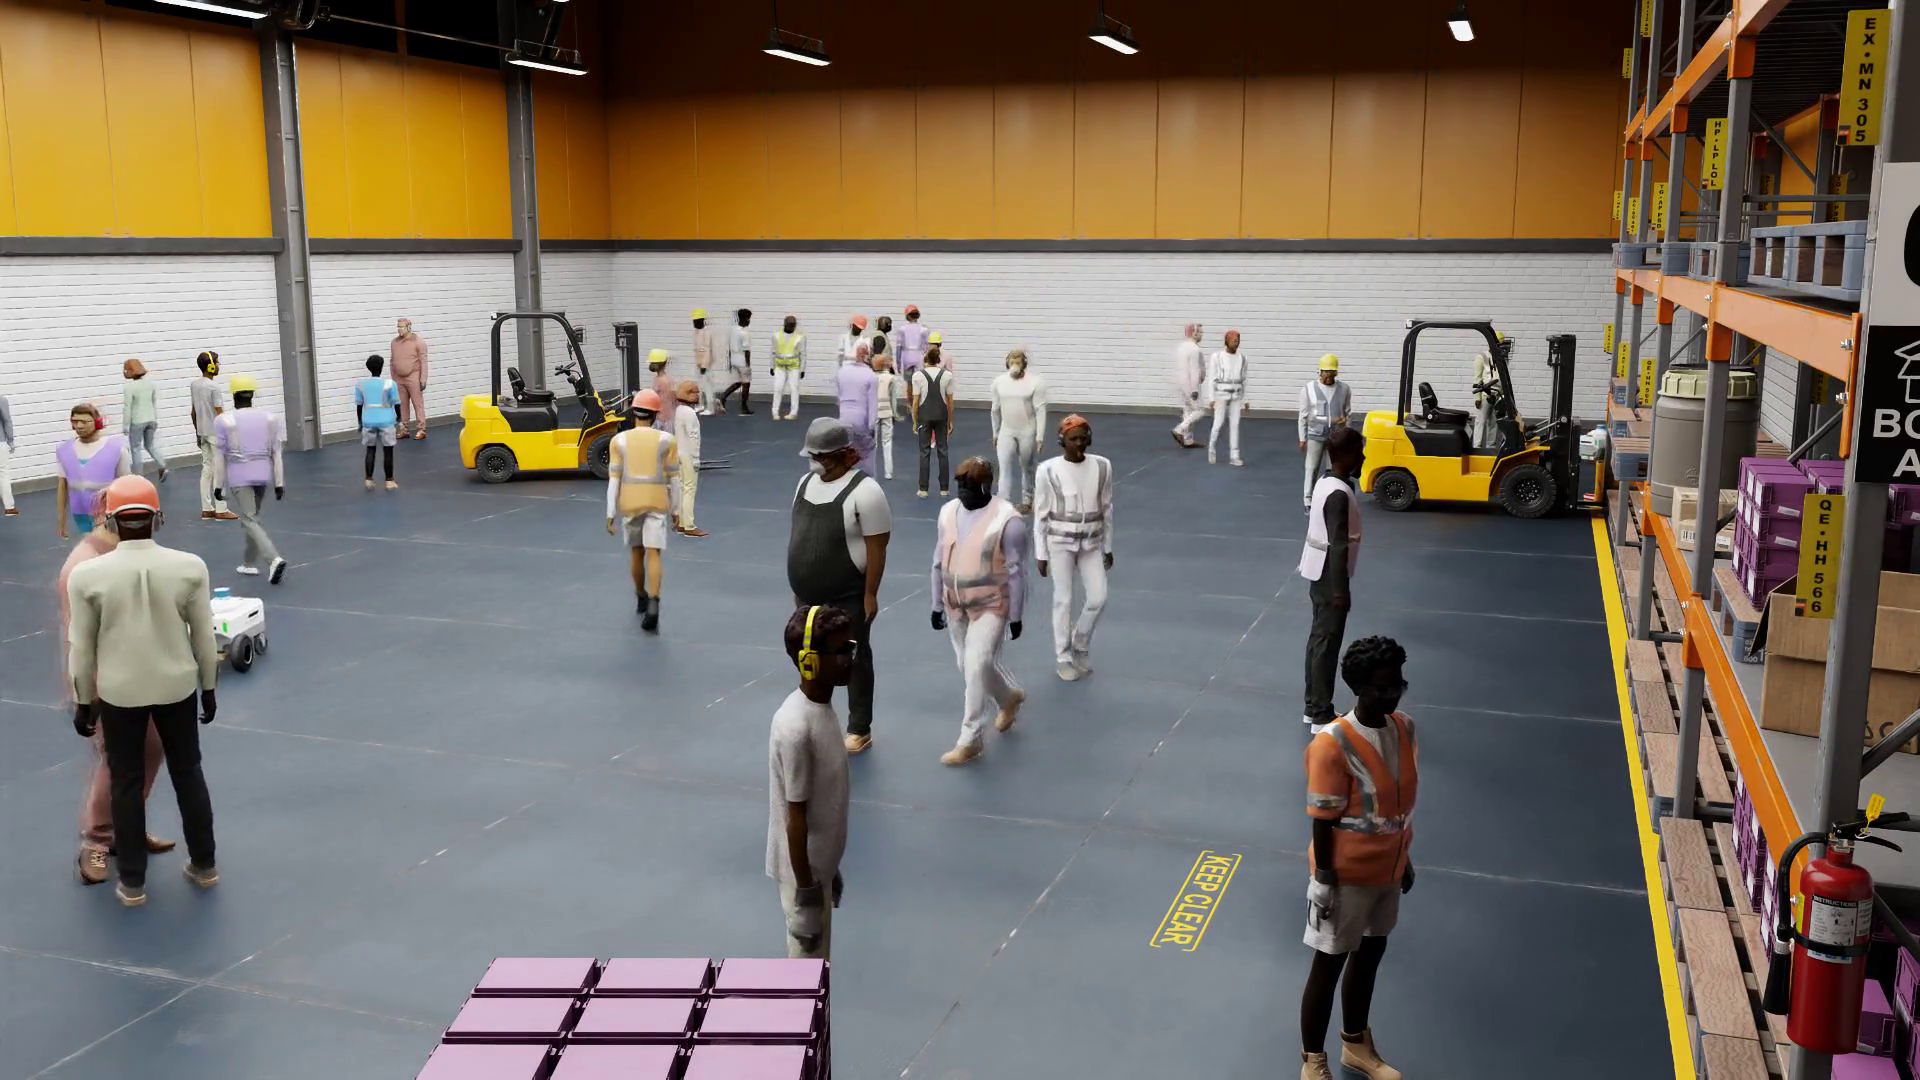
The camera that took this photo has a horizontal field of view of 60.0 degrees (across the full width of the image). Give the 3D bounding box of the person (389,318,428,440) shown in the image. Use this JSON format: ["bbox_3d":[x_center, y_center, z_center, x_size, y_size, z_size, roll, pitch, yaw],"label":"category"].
[{"bbox_3d":[-8.610,-2.507,25.918,0.652,1.906,0.403,3,11,18],"label":"person"}]

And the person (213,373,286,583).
[{"bbox_3d":[-6.381,-0.563,15.021,0.899,1.894,0.580,7,12,36],"label":"person"}]

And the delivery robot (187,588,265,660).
[{"bbox_3d":[-5.318,0.590,12.016,0.477,0.478,0.707,0,10,-1],"label":"delivery robot"}]

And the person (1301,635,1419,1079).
[{"bbox_3d":[1.416,1.159,5.858,0.540,1.695,0.317,-8,13,-39],"label":"person"}]

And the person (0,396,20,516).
[{"bbox_3d":[-10.846,-1.070,18.591,0.497,1.634,0.279,-3,10,-16],"label":"person"}]

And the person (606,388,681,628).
[{"bbox_3d":[-2.547,-0.259,13.349,0.594,1.888,0.972,-1,10,-3],"label":"person"}]

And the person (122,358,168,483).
[{"bbox_3d":[-10.267,-1.467,20.849,0.484,1.621,0.541,4,11,20],"label":"person"}]

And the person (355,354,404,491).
[{"bbox_3d":[-7.167,-1.439,20.494,0.574,1.697,0.336,0,10,2],"label":"person"}]

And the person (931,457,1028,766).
[{"bbox_3d":[0.149,0.379,9.971,0.626,1.808,0.880,8,13,38],"label":"person"}]

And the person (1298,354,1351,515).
[{"bbox_3d":[4.086,-1.173,18.637,0.589,1.824,0.403,0,10,0],"label":"person"}]

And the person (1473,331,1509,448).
[{"bbox_3d":[7.501,-2.029,23.448,0.591,1.828,0.404,-5,11,-24],"label":"person"}]

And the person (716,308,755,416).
[{"bbox_3d":[-3.924,-3.124,29.336,0.682,1.930,0.616,-9,13,-41],"label":"person"}]

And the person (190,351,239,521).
[{"bbox_3d":[-8.239,-1.146,18.357,0.531,1.870,0.317,6,12,30],"label":"person"}]

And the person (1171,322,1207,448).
[{"bbox_3d":[3.423,-2.284,24.720,0.472,1.893,0.646,-2,10,-11],"label":"person"}]

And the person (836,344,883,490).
[{"bbox_3d":[-1.247,-1.446,20.111,0.629,1.857,0.998,5,11,27],"label":"person"}]

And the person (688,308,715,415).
[{"bbox_3d":[-4.631,-3.155,29.574,0.581,1.904,0.599,-6,12,-31],"label":"person"}]

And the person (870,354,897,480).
[{"bbox_3d":[-1.060,-1.577,21.460,0.516,1.633,0.312,-3,11,-19],"label":"person"}]

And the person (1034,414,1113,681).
[{"bbox_3d":[0.802,0.061,11.560,0.600,1.865,0.423,-3,11,-16],"label":"person"}]

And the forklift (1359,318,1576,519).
[{"bbox_3d":[5.787,-1.437,19.079,2.313,2.155,1.214,3,11,19],"label":"forklift"}]

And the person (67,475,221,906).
[{"bbox_3d":[-3.780,0.686,7.730,0.620,1.983,0.416,-8,13,-36],"label":"person"}]

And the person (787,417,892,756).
[{"bbox_3d":[-0.773,0.264,9.931,0.681,2.000,0.536,8,13,38],"label":"person"}]

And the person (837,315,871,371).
[{"bbox_3d":[-1.828,-2.772,27.502,0.724,1.893,0.380,4,11,21],"label":"person"}]

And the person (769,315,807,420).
[{"bbox_3d":[-2.988,-2.985,28.869,0.654,1.831,0.432,1,10,5],"label":"person"}]

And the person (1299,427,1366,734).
[{"bbox_3d":[2.313,0.251,10.348,0.397,1.920,0.587,1,10,6],"label":"person"}]

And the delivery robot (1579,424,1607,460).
[{"bbox_3d":[8.815,-1.349,22.915,0.707,0.478,0.477,-7,12,-37],"label":"delivery robot"}]

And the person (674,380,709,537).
[{"bbox_3d":[-2.825,-0.851,17.361,0.269,1.631,0.509,-5,11,-26],"label":"person"}]

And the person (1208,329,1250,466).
[{"bbox_3d":[3.709,-1.968,22.971,0.601,1.880,0.463,-3,10,-16],"label":"person"}]

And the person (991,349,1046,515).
[{"bbox_3d":[0.634,-1.161,18.407,0.649,1.874,1.062,3,10,14],"label":"person"}]

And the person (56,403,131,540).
[{"bbox_3d":[-6.861,-0.202,13.241,0.576,1.807,0.968,1,10,5],"label":"person"}]

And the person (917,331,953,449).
[{"bbox_3d":[-0.380,-2.233,24.791,0.536,1.752,0.363,0,10,2],"label":"person"}]

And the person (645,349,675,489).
[{"bbox_3d":[-3.719,-1.491,20.601,0.364,1.751,0.551,-4,11,-20],"label":"person"}]

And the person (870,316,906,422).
[{"bbox_3d":[-1.243,-2.921,28.511,0.792,1.810,0.627,-1,10,-6],"label":"person"}]

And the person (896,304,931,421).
[{"bbox_3d":[-0.778,-3.110,29.043,0.632,1.991,1.011,1,10,8],"label":"person"}]

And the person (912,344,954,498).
[{"bbox_3d":[-0.328,-1.421,19.975,0.506,1.846,0.345,-2,10,-9],"label":"person"}]

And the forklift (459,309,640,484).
[{"bbox_3d":[-5.354,-1.902,21.697,2.313,2.155,1.214,-2,10,-13],"label":"forklift"}]

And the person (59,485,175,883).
[{"bbox_3d":[-4.101,0.675,8.122,0.433,1.876,0.749,0,10,1],"label":"person"}]

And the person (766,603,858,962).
[{"bbox_3d":[-0.473,1.125,5.565,0.335,1.873,0.519,1,10,4],"label":"person"}]
